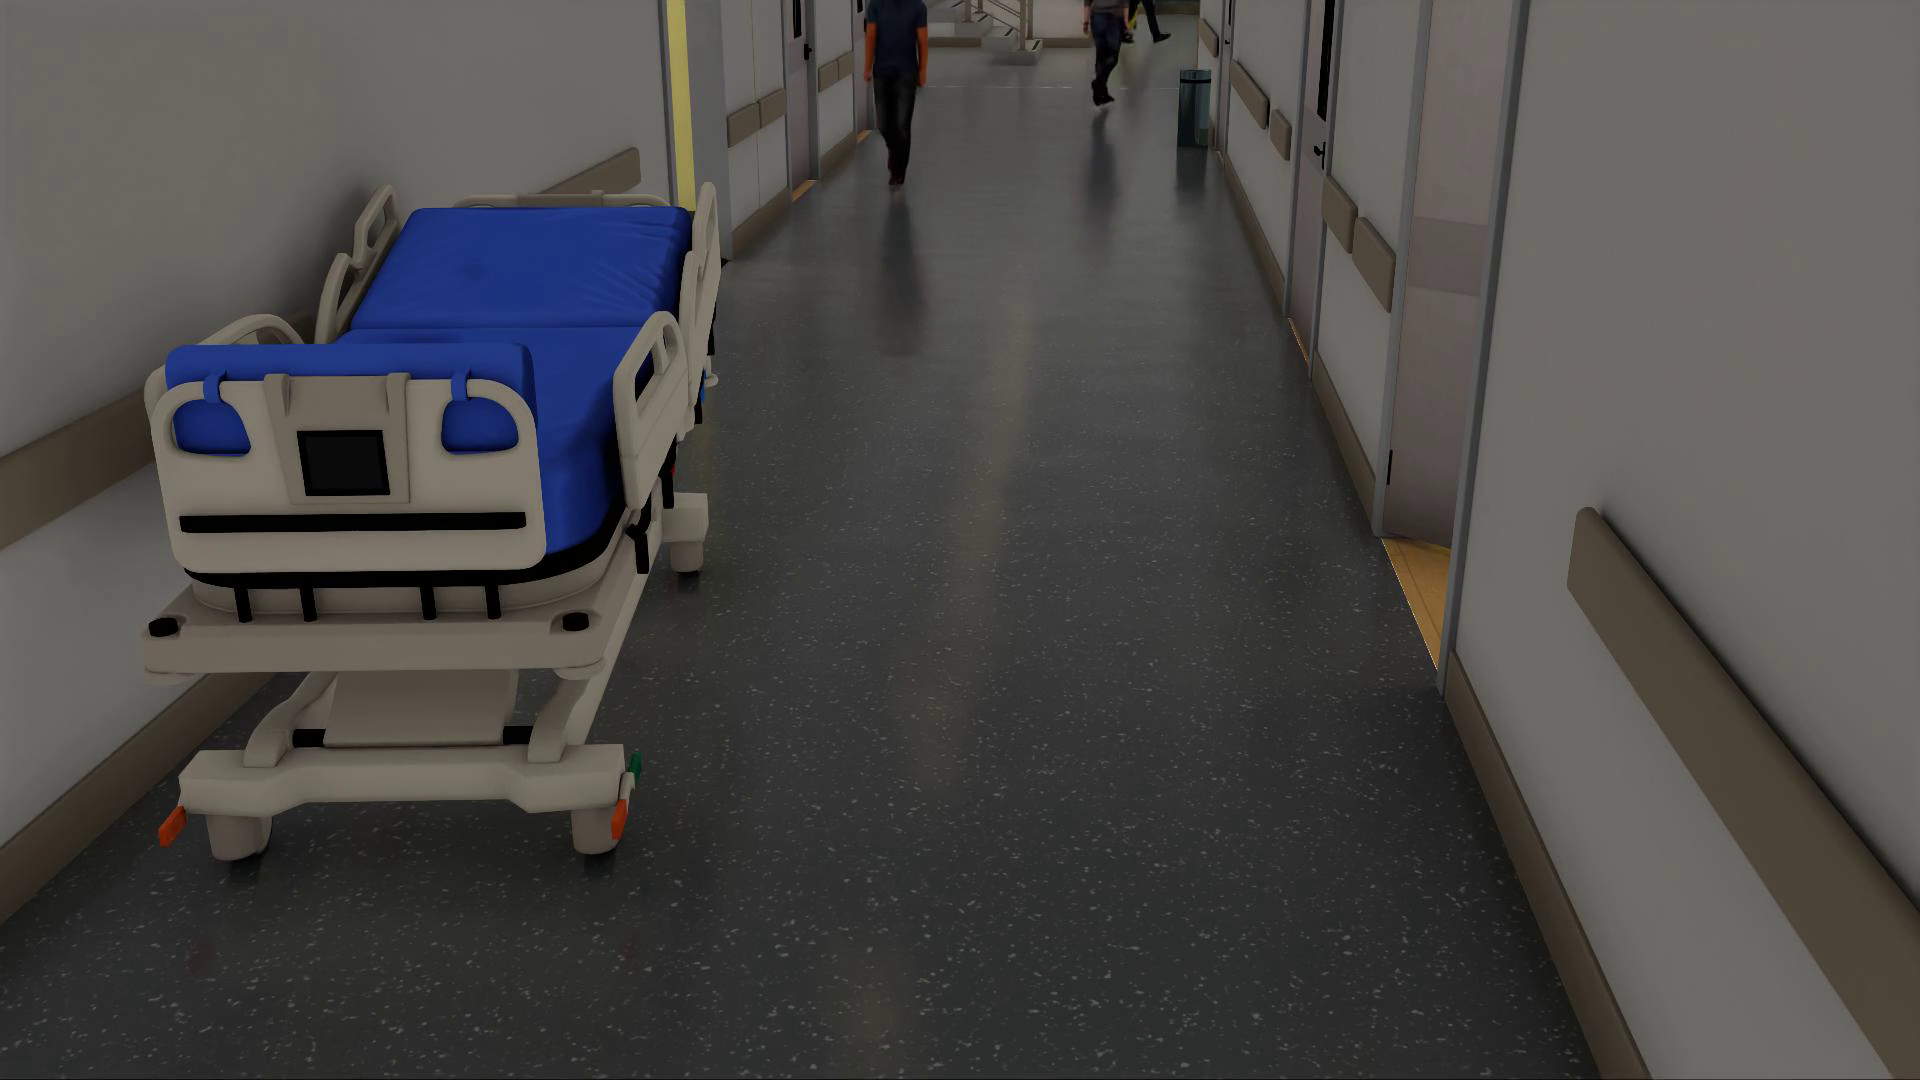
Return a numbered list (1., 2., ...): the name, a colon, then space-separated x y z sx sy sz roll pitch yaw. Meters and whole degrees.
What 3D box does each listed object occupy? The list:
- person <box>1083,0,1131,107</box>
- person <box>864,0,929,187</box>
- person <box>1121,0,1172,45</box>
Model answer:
1. person: 1.642 -5.842 18.847 1.185 1.867 0.982 8 22 21
2. person: -0.525 -3.844 13.686 0.998 1.787 0.733 2 21 6
3. person: 2.882 -9.049 27.416 1.272 1.755 1.032 -8 22 -21
